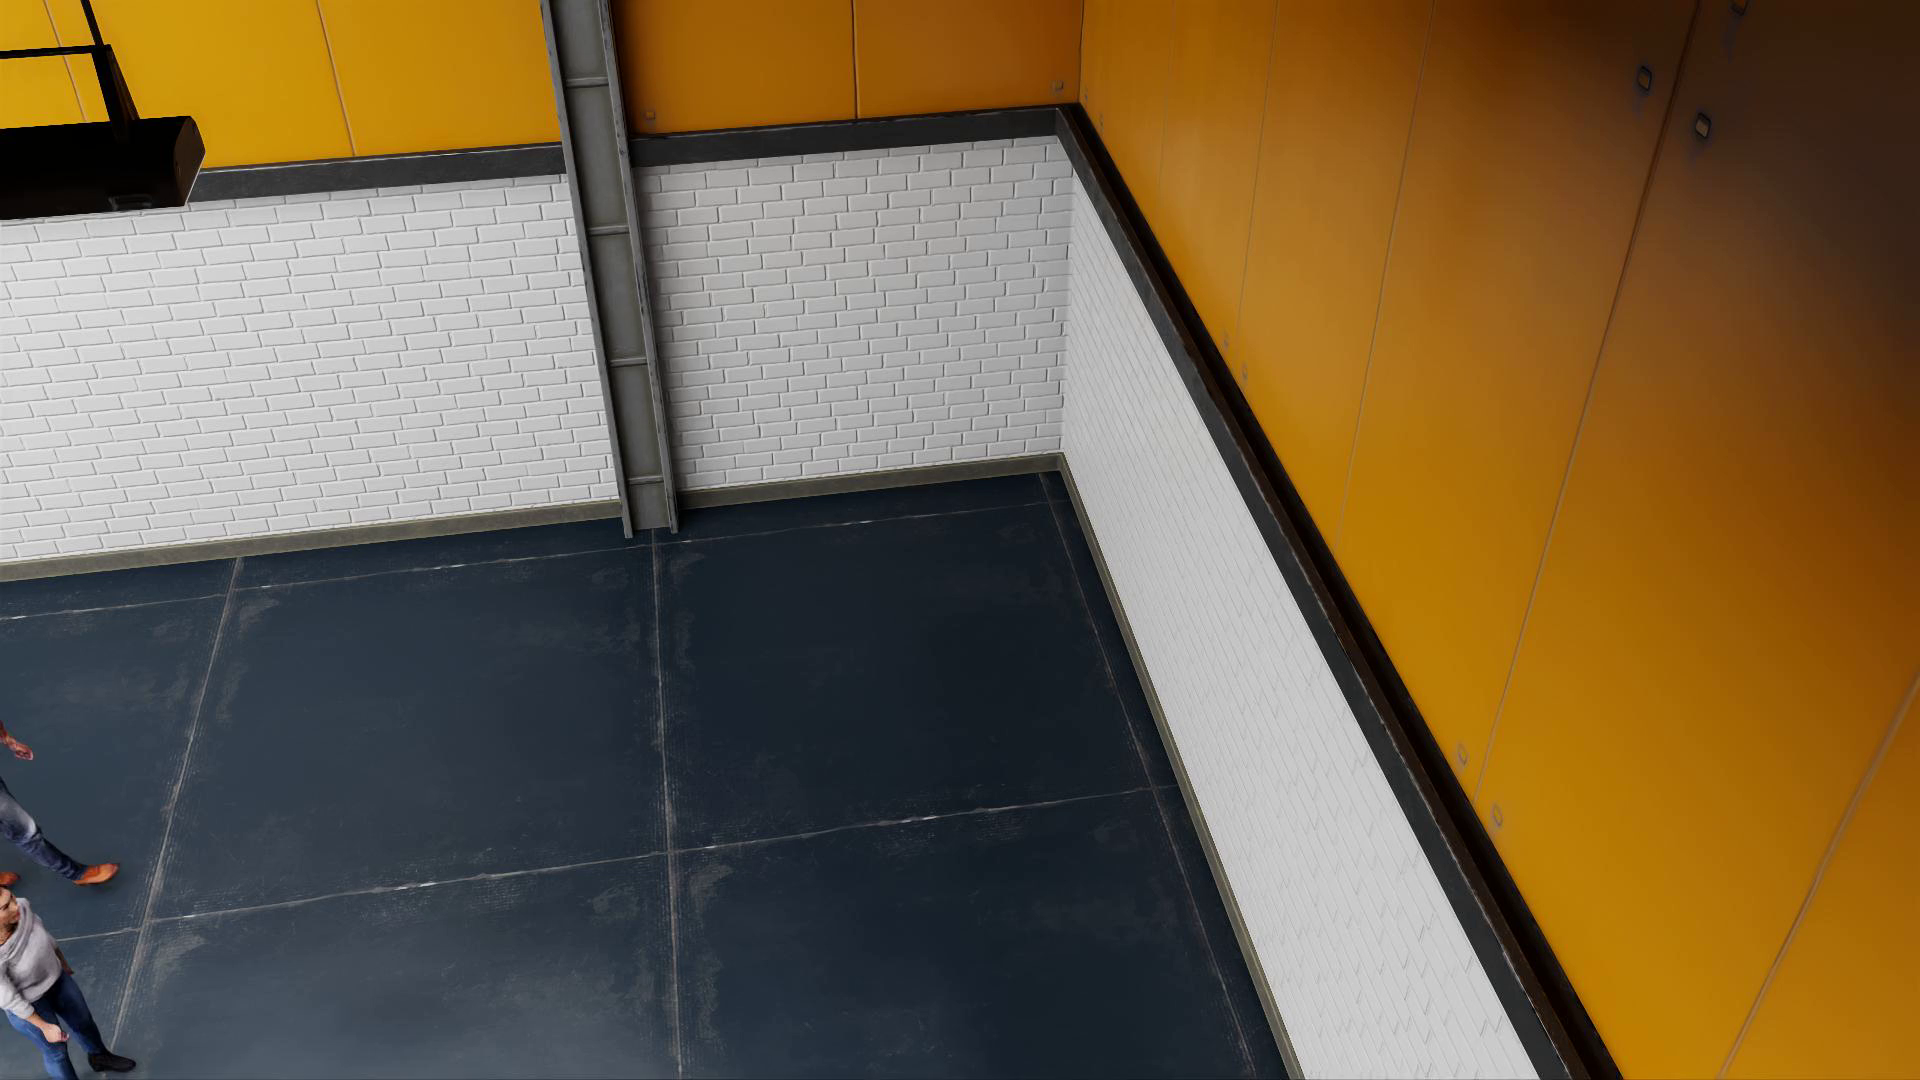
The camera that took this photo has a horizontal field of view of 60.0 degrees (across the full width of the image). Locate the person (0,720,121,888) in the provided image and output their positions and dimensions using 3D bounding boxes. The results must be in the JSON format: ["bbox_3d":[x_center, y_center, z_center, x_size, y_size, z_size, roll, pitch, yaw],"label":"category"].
[{"bbox_3d":[-5.564,1.353,9.215,1.142,1.790,0.743,-9,40,-11],"label":"person"}]

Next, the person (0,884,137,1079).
[{"bbox_3d":[-4.585,2.266,8.204,0.643,1.624,0.671,2,39,2],"label":"person"}]
